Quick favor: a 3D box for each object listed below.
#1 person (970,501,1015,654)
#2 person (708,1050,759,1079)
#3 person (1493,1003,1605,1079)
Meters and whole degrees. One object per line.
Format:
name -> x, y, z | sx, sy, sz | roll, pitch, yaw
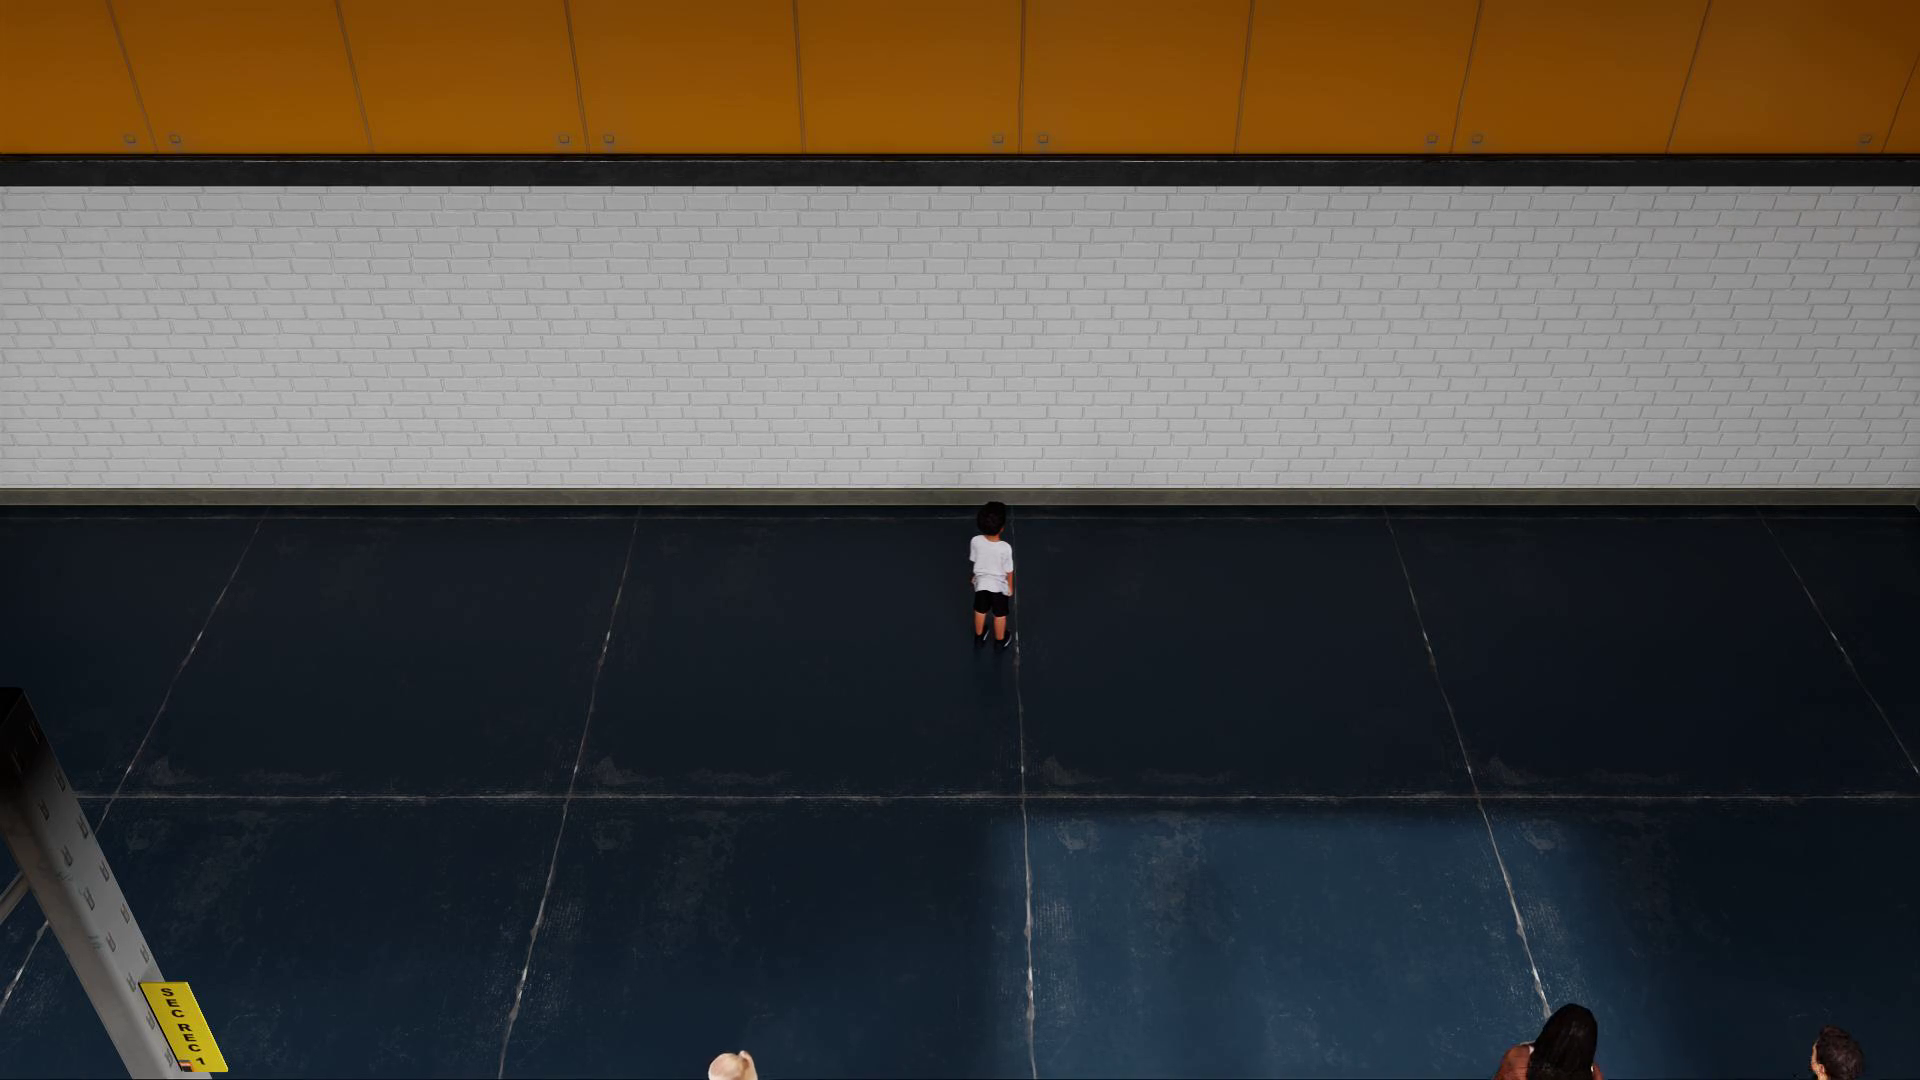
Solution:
person -> 0.227, 0.272, 11.736 | 0.556, 1.256, 0.594 | 17, 42, 20
person -> -1.054, 2.960, 8.371 | 0.871, 1.256, 0.867 | -27, 46, -29
person -> 2.736, 2.904, 8.011 | 0.758, 1.794, 0.990 | 8, 39, 10
